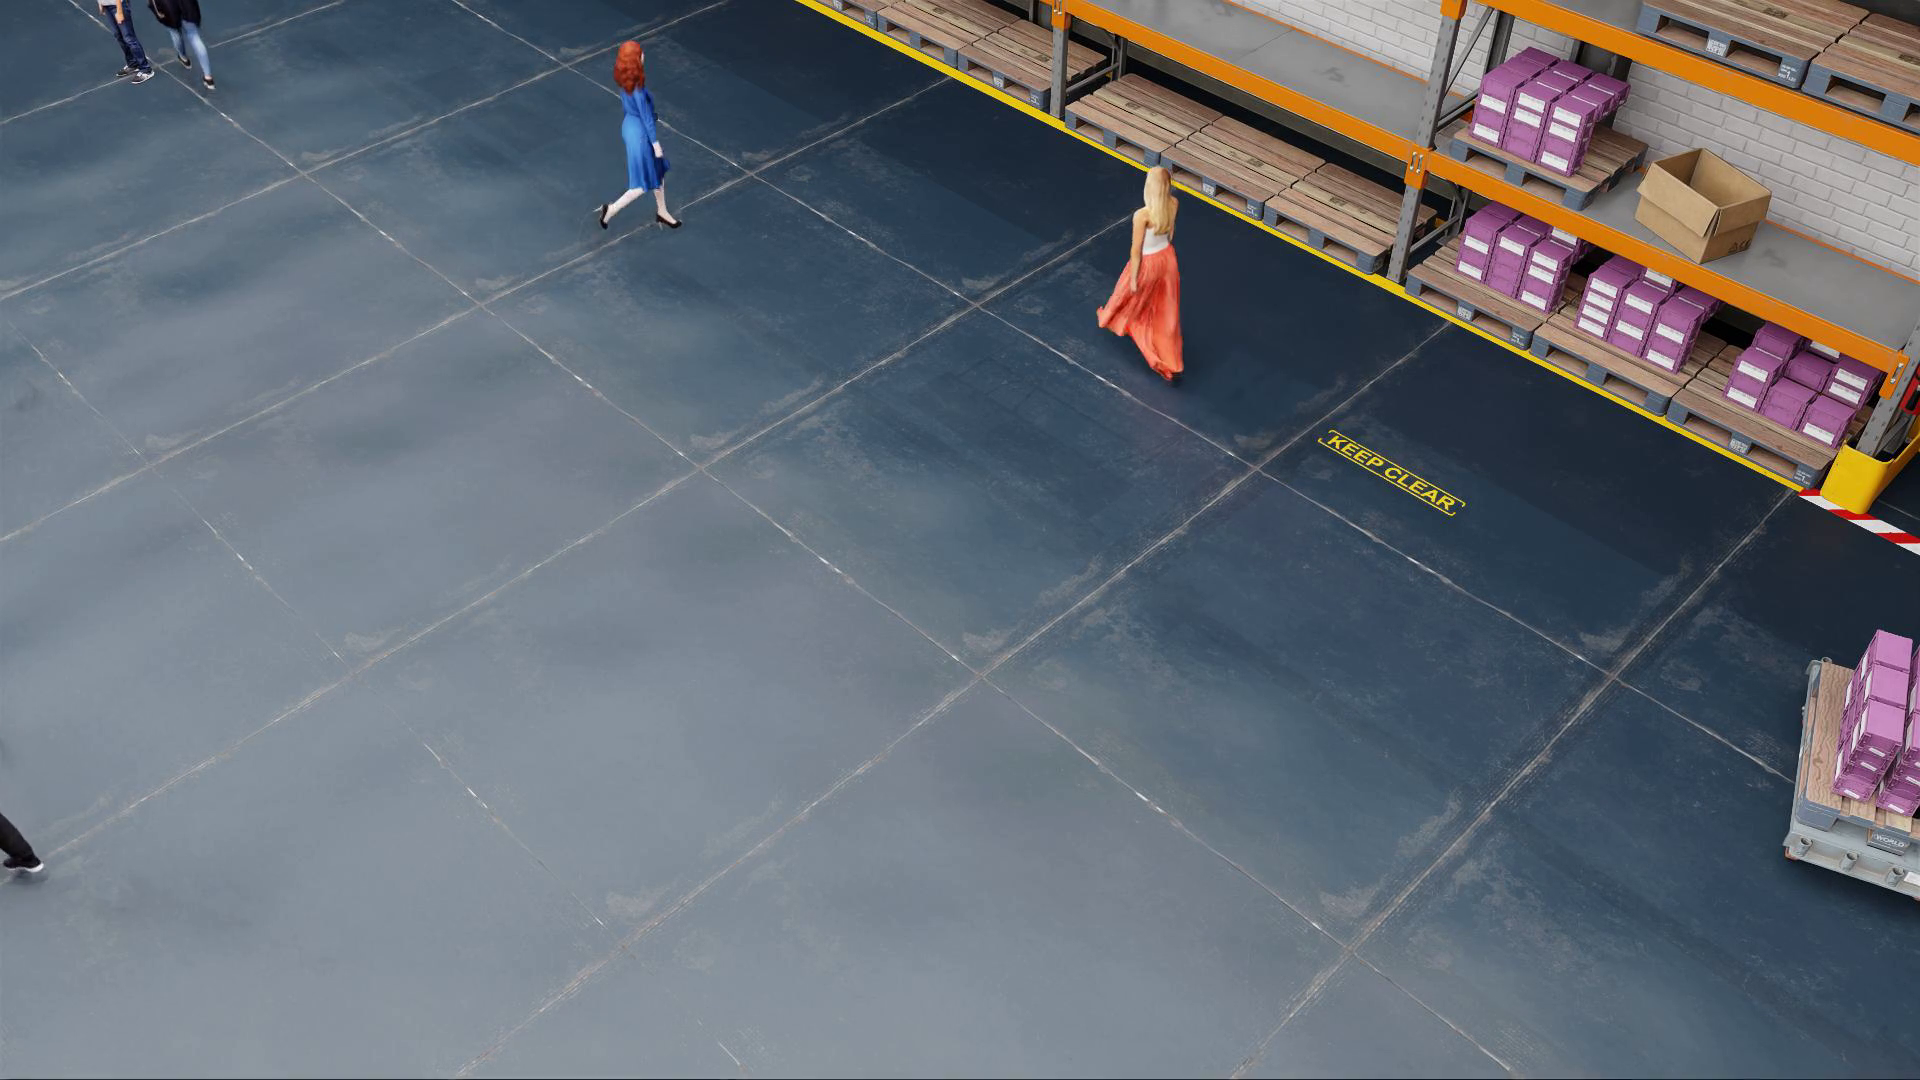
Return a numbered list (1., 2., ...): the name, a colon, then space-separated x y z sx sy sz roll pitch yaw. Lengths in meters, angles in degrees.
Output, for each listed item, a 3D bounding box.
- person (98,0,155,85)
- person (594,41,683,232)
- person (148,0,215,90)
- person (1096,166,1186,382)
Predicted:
1. person: -8.466 -5.369 16.620 0.499 1.563 0.620 27 50 25
2. person: -2.836 -3.399 14.380 0.913 1.801 1.021 -17 46 -17
3. person: -7.723 -5.250 16.439 0.786 1.639 1.155 -24 49 -23
4. person: 1.563 -2.044 12.999 0.835 1.743 1.335 -24 49 -23
